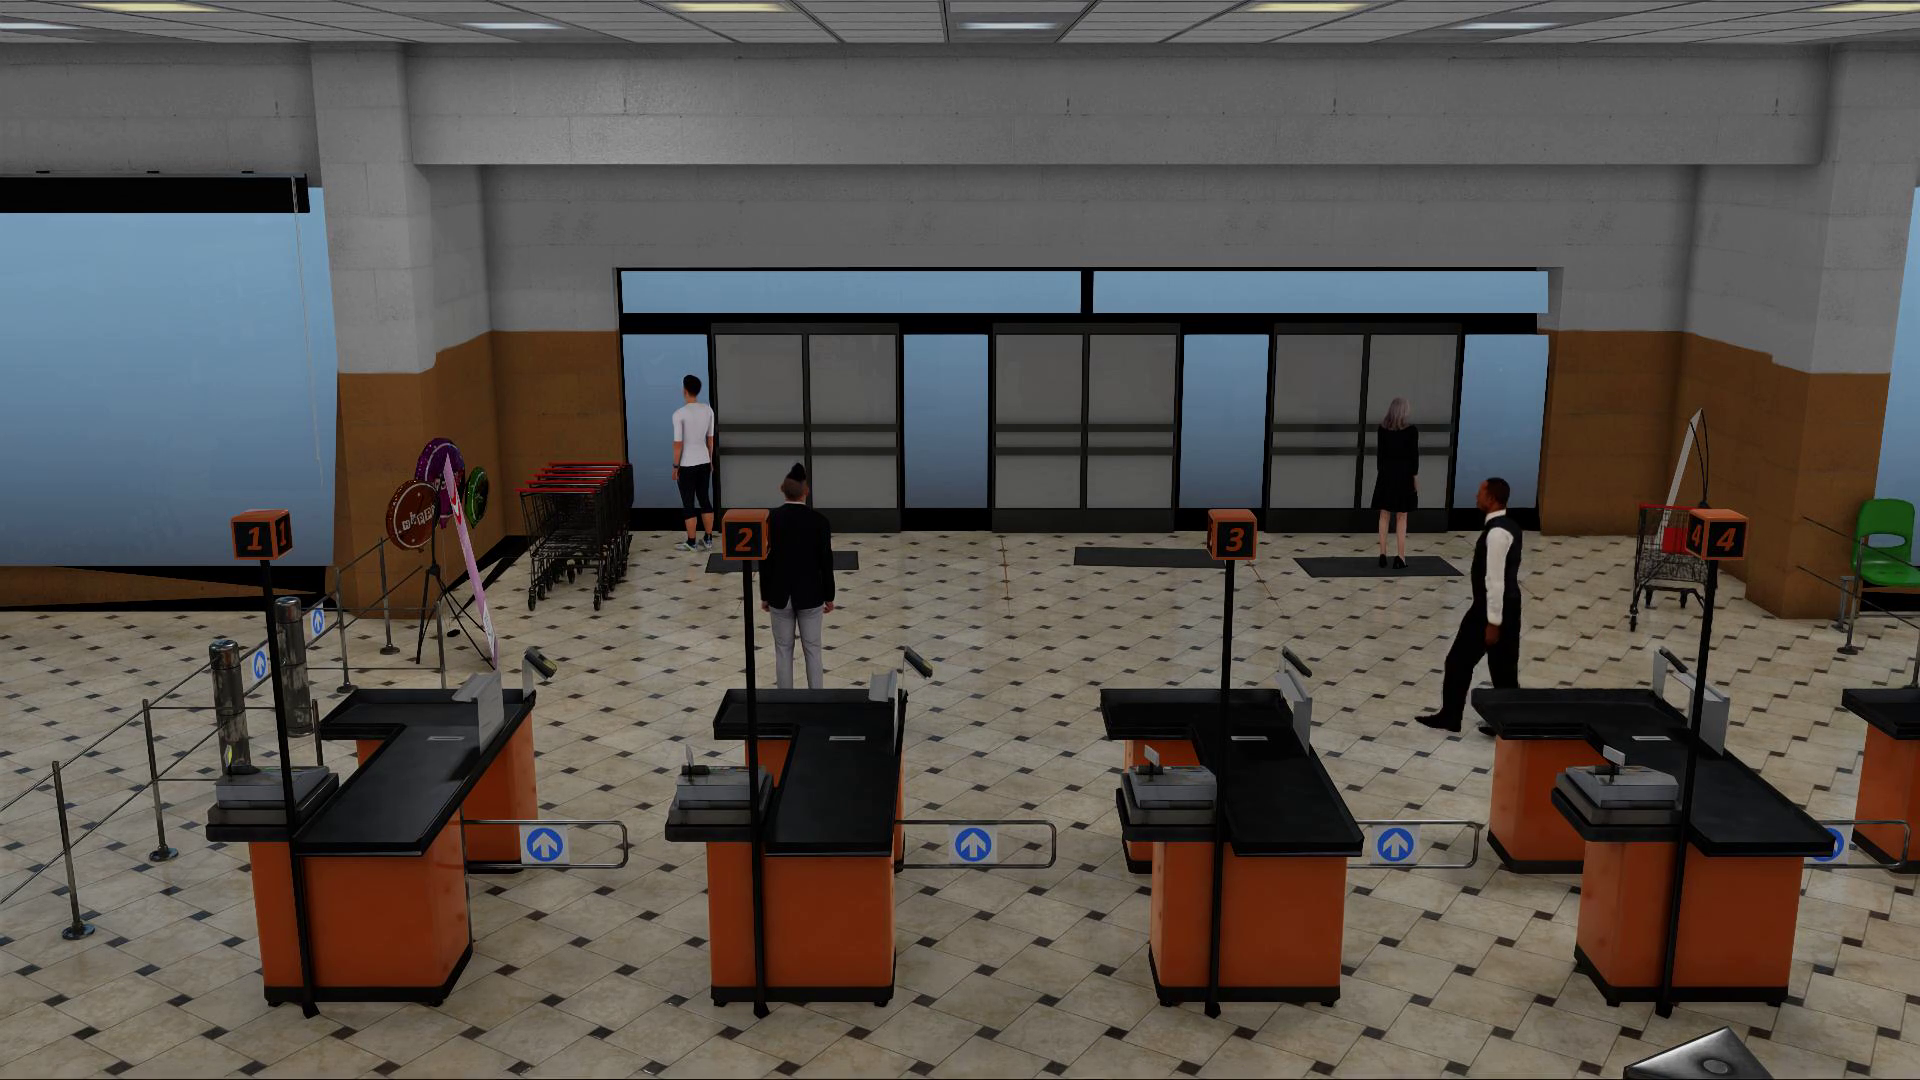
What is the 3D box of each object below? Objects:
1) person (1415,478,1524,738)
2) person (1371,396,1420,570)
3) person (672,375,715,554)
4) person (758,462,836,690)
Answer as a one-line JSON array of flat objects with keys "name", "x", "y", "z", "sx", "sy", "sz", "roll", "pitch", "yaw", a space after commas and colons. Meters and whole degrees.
[{"name": "person", "x": 3.872, "y": 0.525, "z": 11.761, "sx": 1.078, "sy": 1.893, "sz": 1.079, "roll": 8, "pitch": 16, "yaw": 30}, {"name": "person", "x": 4.358, "y": -0.579, "z": 16.624, "sx": 0.702, "sy": 1.746, "sz": 0.728, "roll": 8, "pitch": 16, "yaw": 31}, {"name": "person", "x": -2.767, "y": -0.803, "z": 17.324, "sx": 0.803, "sy": 1.852, "sz": 0.740, "roll": 13, "pitch": 19, "yaw": 43}, {"name": "person", "x": -1.207, "y": 0.377, "z": 12.250, "sx": 0.700, "sy": 1.950, "sz": 0.552, "roll": 0, "pitch": 14, "yaw": 0}]
